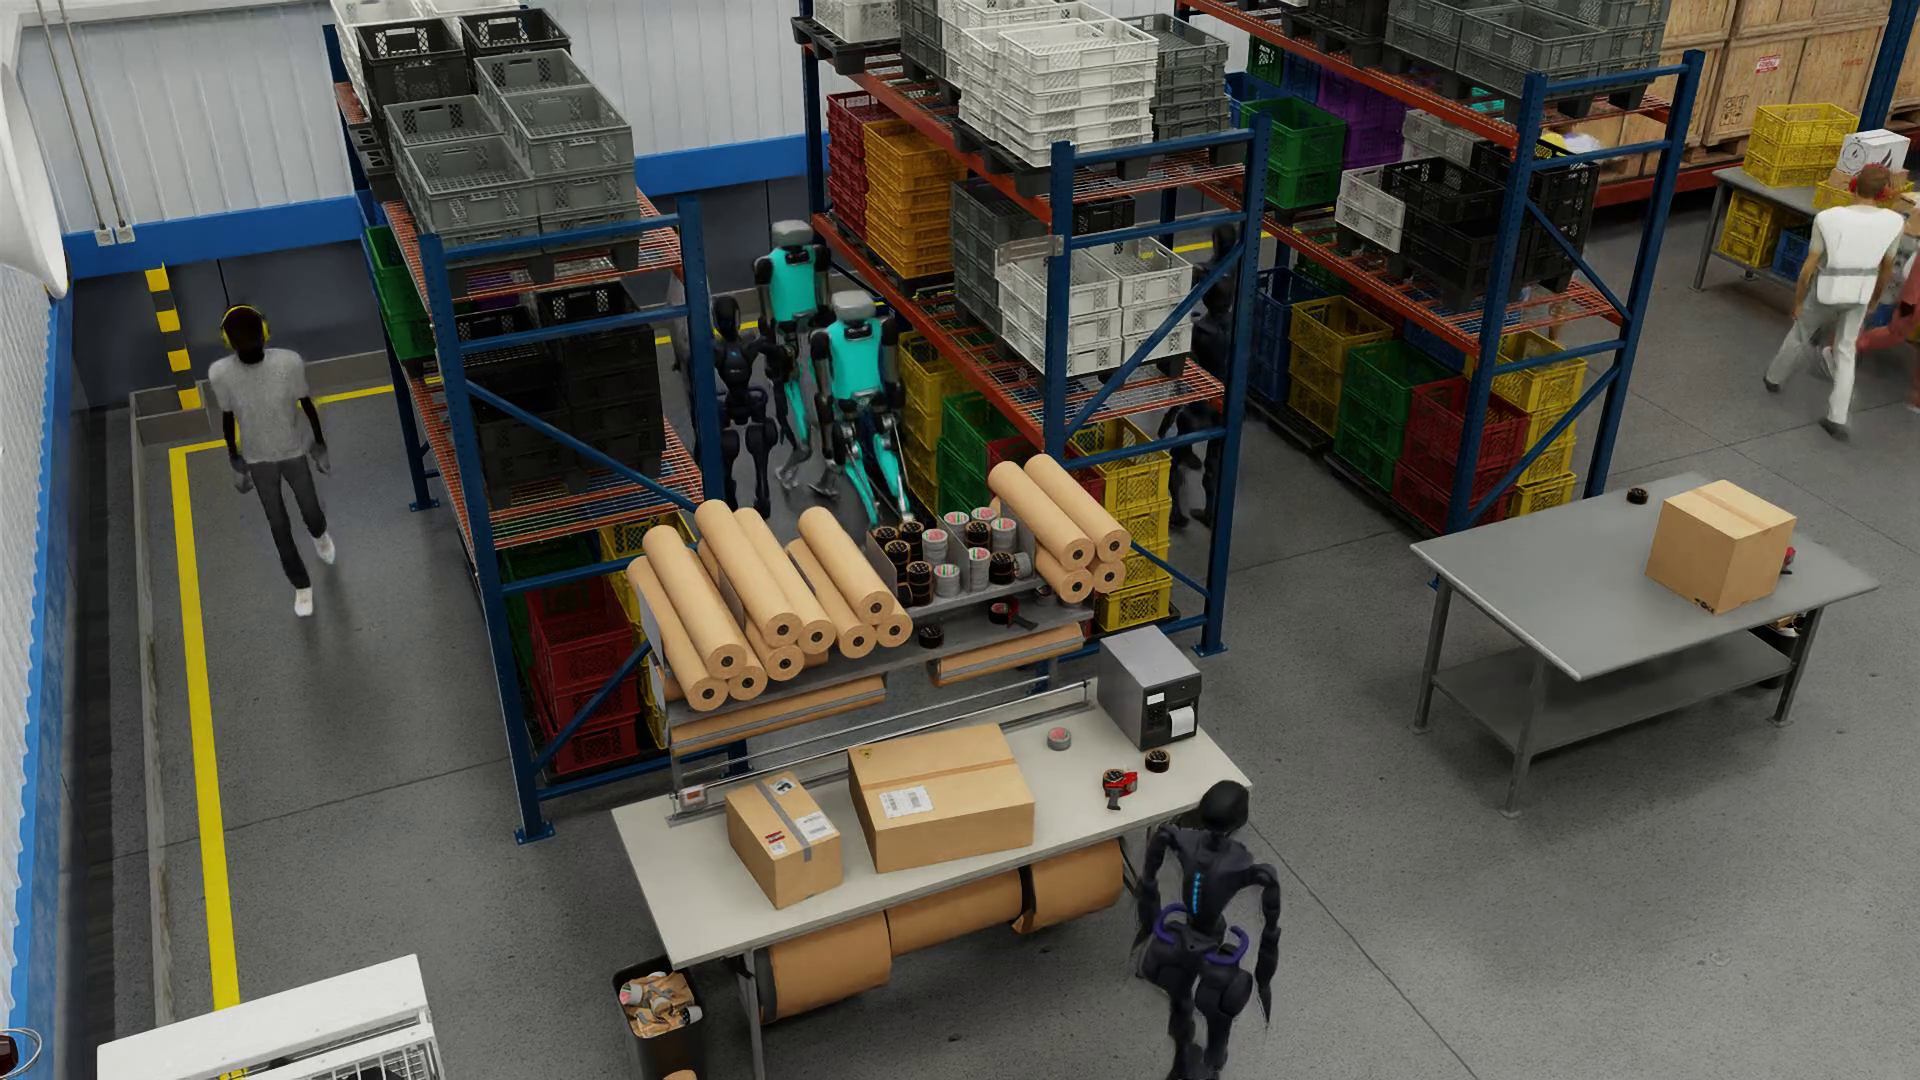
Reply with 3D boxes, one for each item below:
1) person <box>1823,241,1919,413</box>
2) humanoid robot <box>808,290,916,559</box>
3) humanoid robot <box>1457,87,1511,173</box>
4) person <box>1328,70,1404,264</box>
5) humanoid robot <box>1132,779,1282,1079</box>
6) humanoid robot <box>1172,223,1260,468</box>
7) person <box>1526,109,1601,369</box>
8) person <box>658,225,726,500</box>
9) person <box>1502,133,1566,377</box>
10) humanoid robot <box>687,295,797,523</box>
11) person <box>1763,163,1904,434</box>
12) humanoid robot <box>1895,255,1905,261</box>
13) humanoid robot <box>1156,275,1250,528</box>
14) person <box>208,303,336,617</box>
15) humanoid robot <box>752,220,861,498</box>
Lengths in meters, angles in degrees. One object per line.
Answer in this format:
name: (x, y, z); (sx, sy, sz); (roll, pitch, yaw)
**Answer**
person: (6.567, -1.780, 11.340); (0.613, 1.876, 0.925); (-16, 35, -25)
humanoid robot: (-0.428, -0.435, 9.281); (0.530, 1.749, 0.999); (-14, 34, -21)
humanoid robot: (4.252, -3.190, 13.623); (0.533, 1.677, 0.735); (8, 33, 13)
person: (3.307, -3.031, 13.438); (0.615, 1.793, 0.908); (-2, 32, -3)
humanoid robot: (0.851, 1.563, 6.112); (0.588, 1.639, 0.669); (17, 36, 26)
humanoid robot: (1.617, -1.232, 10.615); (0.602, 1.654, 0.334); (-6, 32, -9)
person: (4.244, -2.301, 12.082); (0.604, 1.983, 0.963); (-7, 32, -11)
person: (-1.651, -1.083, 10.201); (0.336, 1.872, 0.516); (-14, 34, -21)
person: (4.025, -2.029, 11.839); (0.327, 1.765, 0.524); (1, 32, 1)
humanoid robot: (-1.282, -0.710, 9.799); (0.610, 1.641, 0.623); (-7, 32, -12)
person: (5.939, -1.671, 11.242); (0.584, 1.775, 0.954); (6, 32, 10)
humanoid robot: (7.973, -2.937, 13.371); (0.545, 1.797, 0.912); (2, 32, 2)
humanoid robot: (1.480, -0.810, 9.931); (0.598, 1.649, 0.324); (-17, 35, -25)
person: (-3.801, -0.488, 9.251); (0.524, 1.853, 0.553); (-11, 33, -17)
humanoid robot: (-0.872, -1.038, 10.261); (0.559, 1.767, 0.800); (-22, 38, -31)
